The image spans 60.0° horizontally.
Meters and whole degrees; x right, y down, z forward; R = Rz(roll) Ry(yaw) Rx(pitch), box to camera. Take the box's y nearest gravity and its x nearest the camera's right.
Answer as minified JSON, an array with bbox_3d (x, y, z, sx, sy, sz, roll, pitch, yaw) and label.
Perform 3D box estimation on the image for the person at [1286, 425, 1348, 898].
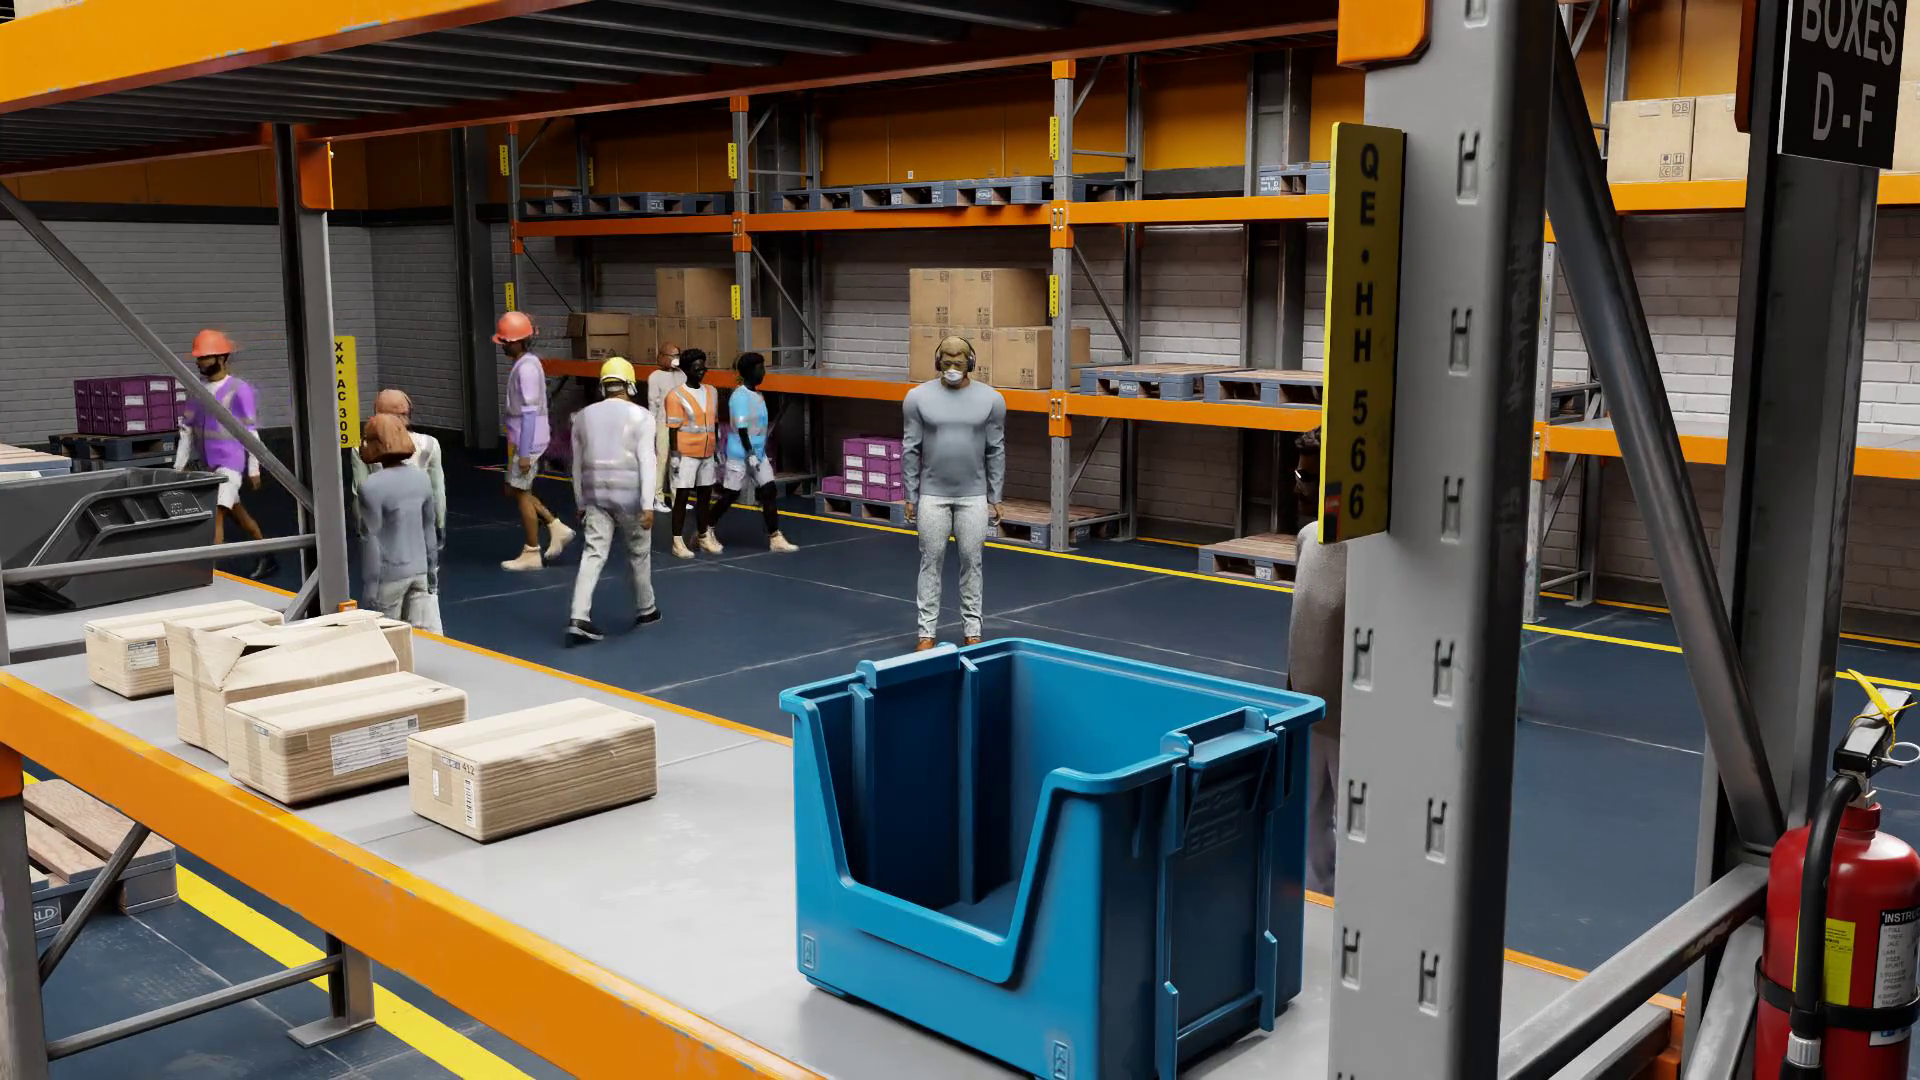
[{"bbox_3d":[1.119,0.584,4.983,0.334,1.864,0.521,-4,10,-24],"label":"person"}]

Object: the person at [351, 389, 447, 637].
[{"bbox_3d":[-3.194,-0.041,9.501,0.522,1.636,0.310,-5,11,-29],"label":"person"}]

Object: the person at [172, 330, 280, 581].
[{"bbox_3d":[-5.318,-0.573,12.028,0.563,1.894,1.013,5,10,26],"label":"person"}]

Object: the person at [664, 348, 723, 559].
[{"bbox_3d":[-2.134,-0.692,13.342,0.322,1.690,0.536,7,12,38],"label":"person"}]

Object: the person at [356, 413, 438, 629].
[{"bbox_3d":[-2.717,0.183,8.194,0.525,1.618,0.502,3,10,20],"label":"person"}]

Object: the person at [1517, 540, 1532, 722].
[{"bbox_3d":[2.689,0.100,8.358,0.371,1.718,0.593,0,9,0],"label":"person"}]

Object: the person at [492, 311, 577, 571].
[{"bbox_3d":[-3.285,-0.741,12.671,0.495,2.002,0.647,-2,10,-13],"label":"person"}]

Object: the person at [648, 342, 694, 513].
[{"bbox_3d":[-2.767,-1.079,15.896,0.278,1.626,0.504,7,11,35],"label":"person"}]

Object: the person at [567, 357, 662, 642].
[{"bbox_3d":[-2.199,-0.258,10.460,0.614,1.774,0.941,2,10,13],"label":"person"}]

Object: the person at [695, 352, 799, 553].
[{"bbox_3d":[-1.782,-0.707,13.516,0.826,1.655,0.533,3,10,17],"label":"person"}]

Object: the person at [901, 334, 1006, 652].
[{"bbox_3d":[-0.036,-0.255,9.905,0.627,1.934,0.371,-1,9,-3],"label":"person"}]
